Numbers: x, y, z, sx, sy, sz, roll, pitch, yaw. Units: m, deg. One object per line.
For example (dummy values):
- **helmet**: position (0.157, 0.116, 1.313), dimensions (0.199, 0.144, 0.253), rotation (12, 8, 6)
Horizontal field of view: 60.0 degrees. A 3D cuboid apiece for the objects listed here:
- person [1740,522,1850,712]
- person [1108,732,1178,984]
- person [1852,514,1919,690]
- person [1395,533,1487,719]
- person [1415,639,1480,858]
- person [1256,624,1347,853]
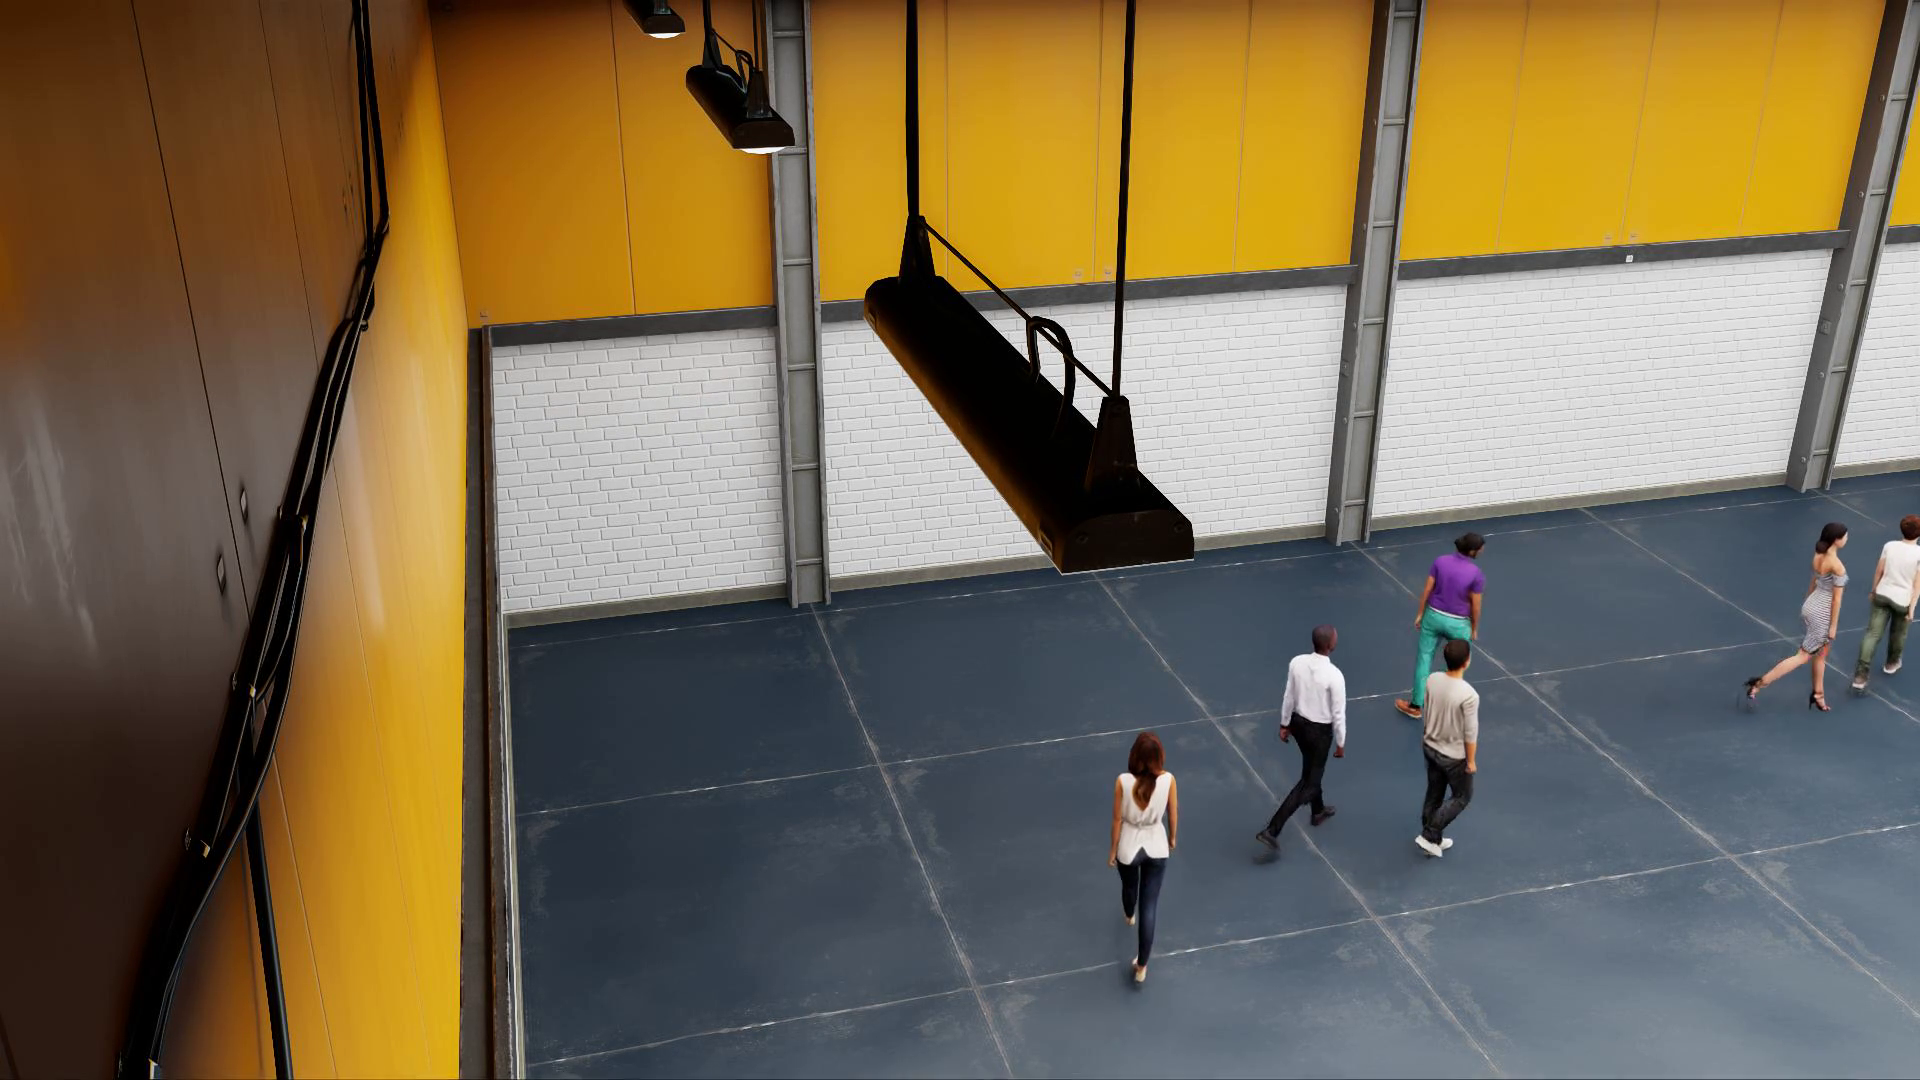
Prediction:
- **person**: position (7.349, 0.708, 14.425), dimensions (1.123, 1.791, 0.825), rotation (1, 24, 3)
- **person**: position (1.237, 2.157, 11.178), dimensions (1.119, 1.738, 0.901), rotation (1, 24, 2)
- **person**: position (8.327, 0.596, 14.911), dimensions (0.969, 1.607, 1.212), rotation (21, 31, 40)
- **person**: position (4.195, 0.747, 14.420), dimensions (0.871, 1.725, 0.915), rotation (9, 25, 20)
- **person**: position (3.573, 1.592, 12.385), dimensions (0.804, 1.807, 0.787), rotation (-15, 28, -30)
- **person**: position (2.590, 1.525, 12.555), dimensions (1.326, 1.793, 1.043), rotation (-18, 30, -36)
